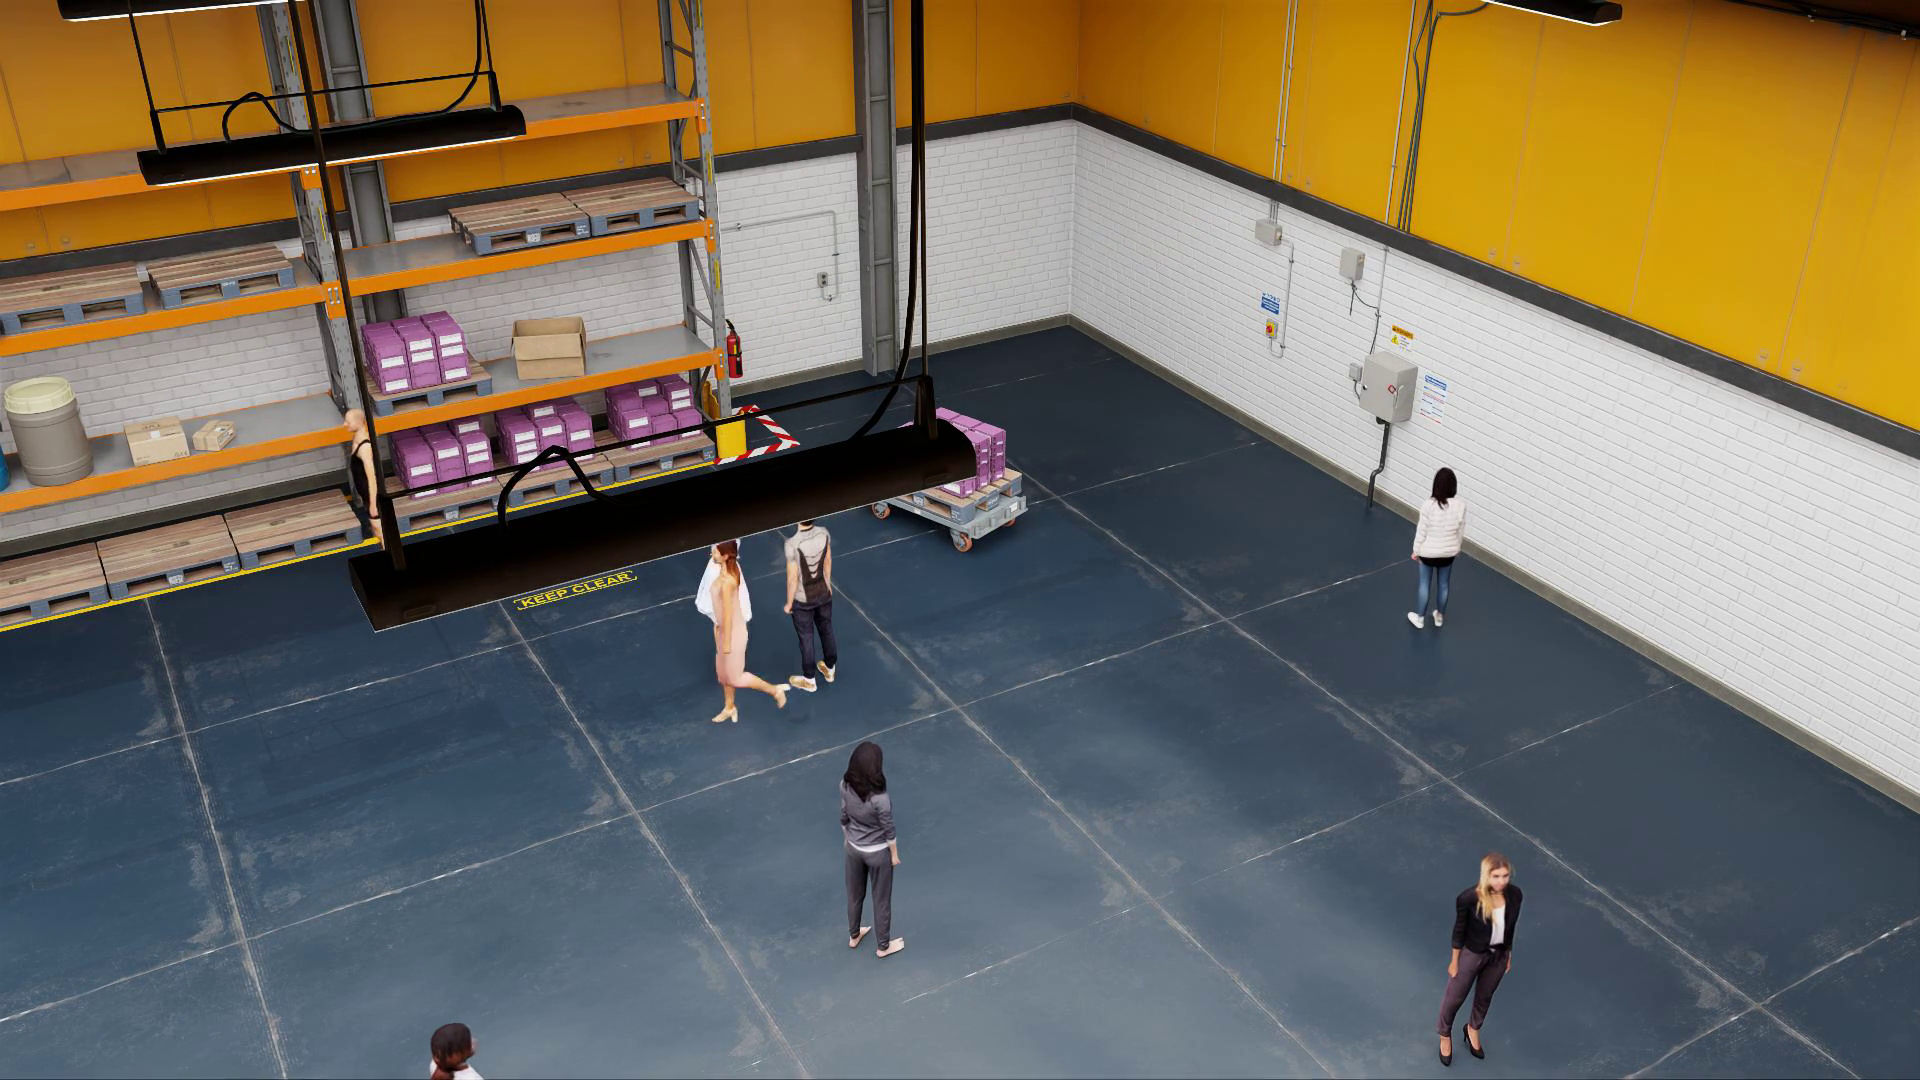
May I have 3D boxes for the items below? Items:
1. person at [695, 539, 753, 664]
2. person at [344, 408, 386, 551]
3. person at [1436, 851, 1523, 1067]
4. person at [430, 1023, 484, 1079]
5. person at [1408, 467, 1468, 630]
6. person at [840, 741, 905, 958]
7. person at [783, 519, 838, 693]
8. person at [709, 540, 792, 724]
[{"bbox_3d":[-2.100,0.419,14.834,0.752,1.809,0.729,-11,31,-19],"label":"person"},{"bbox_3d":[-5.814,-0.469,16.458,0.503,1.813,0.656,-13,31,-23],"label":"person"},{"bbox_3d":[3.363,2.706,10.785,0.570,1.671,0.716,-5,29,-10],"label":"person"},{"bbox_3d":[-2.766,3.418,9.428,0.658,1.721,0.663,17,33,28],"label":"person"},{"bbox_3d":[4.493,0.077,15.642,0.639,1.636,0.758,-1,29,-3],"label":"person"},{"bbox_3d":[-0.642,2.172,11.668,0.669,1.765,0.673,16,32,26],"label":"person"},{"bbox_3d":[-1.316,0.463,14.662,0.552,1.896,0.745,-21,35,-33],"label":"person"},{"bbox_3d":[-1.850,0.801,14.127,1.005,1.815,0.781,-5,29,-9],"label":"person"}]
